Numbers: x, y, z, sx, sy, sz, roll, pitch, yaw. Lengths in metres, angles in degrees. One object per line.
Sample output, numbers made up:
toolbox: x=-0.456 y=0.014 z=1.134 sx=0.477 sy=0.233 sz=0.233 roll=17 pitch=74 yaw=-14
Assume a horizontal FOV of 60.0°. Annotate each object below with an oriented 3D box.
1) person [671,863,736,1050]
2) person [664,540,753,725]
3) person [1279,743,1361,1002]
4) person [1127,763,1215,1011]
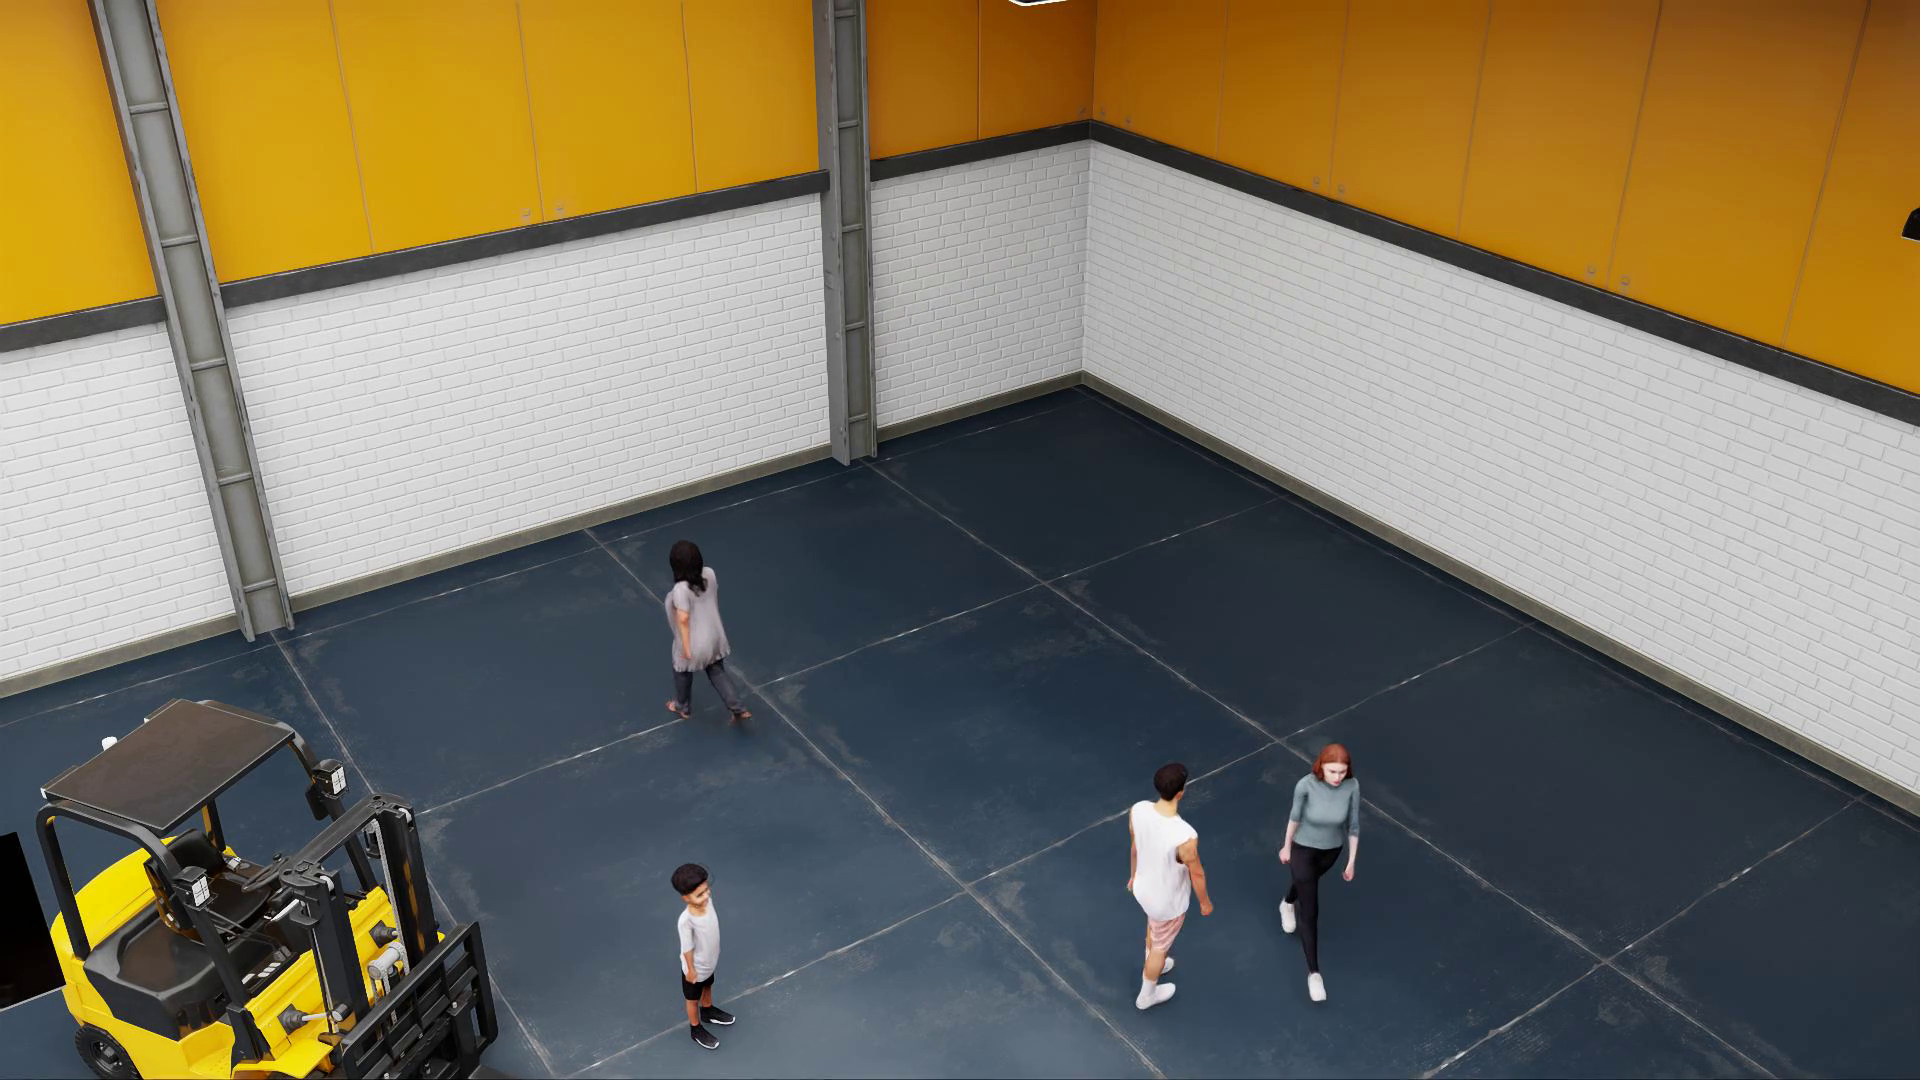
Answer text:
person: x=-1.574 y=2.472 z=10.014 sx=0.638 sy=1.262 sz=0.564 roll=11 pitch=30 yaw=19
person: x=-1.958 y=0.763 z=12.817 sx=0.921 sy=1.578 sz=1.052 roll=19 pitch=34 yaw=31
person: x=2.246 y=1.948 z=10.540 sx=1.201 sy=1.679 sz=1.073 roll=-1 pitch=29 yaw=-3
person: x=1.170 y=2.151 z=10.068 sx=0.665 sy=1.774 sz=0.643 roll=-19 pitch=34 yaw=-31
